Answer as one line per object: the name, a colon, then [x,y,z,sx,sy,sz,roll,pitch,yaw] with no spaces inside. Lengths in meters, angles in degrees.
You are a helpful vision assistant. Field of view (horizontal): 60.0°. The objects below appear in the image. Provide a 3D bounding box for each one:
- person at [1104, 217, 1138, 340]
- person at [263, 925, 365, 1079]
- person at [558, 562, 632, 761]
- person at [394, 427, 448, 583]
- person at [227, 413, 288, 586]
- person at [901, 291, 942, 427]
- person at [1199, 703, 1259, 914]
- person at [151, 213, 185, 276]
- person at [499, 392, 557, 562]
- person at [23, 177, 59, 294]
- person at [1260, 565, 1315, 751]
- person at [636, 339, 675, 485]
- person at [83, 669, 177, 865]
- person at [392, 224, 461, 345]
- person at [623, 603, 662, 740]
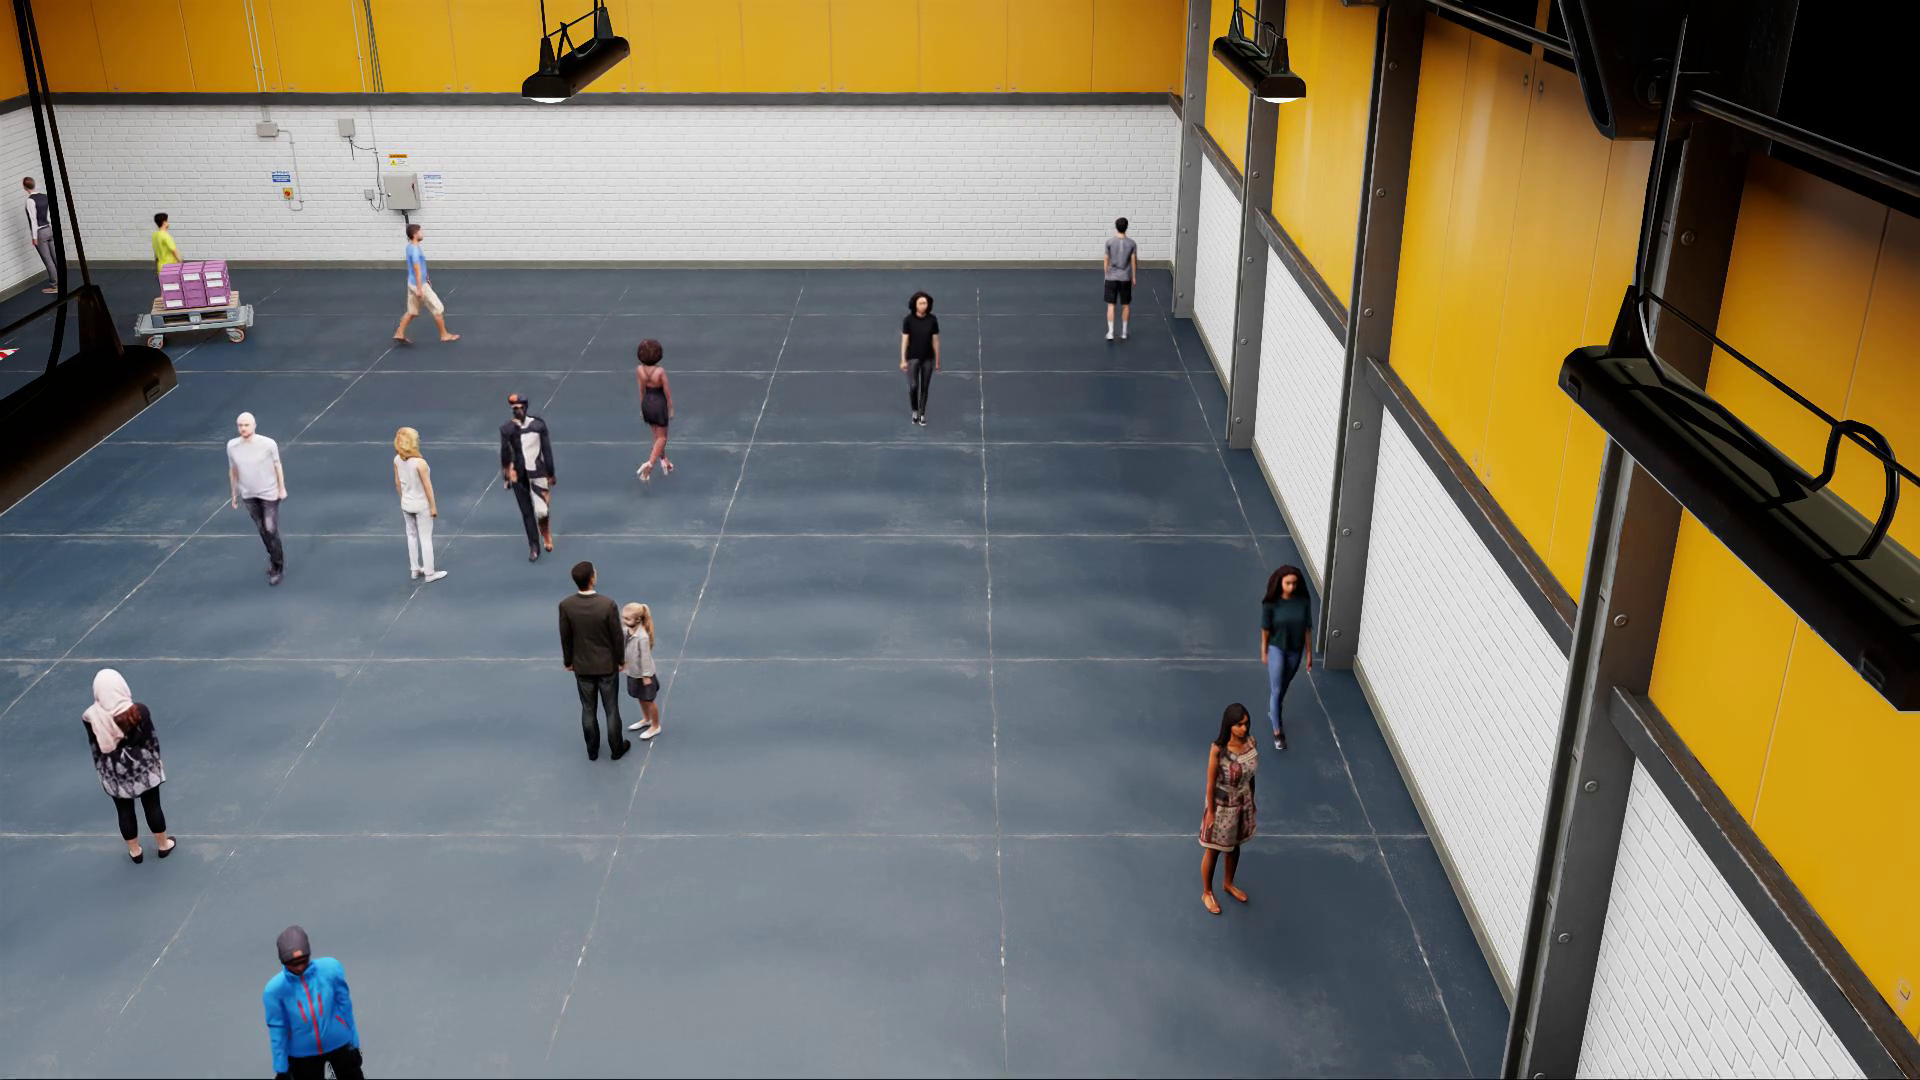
person: [2.428,-3.999,25.415,0.668,1.872,0.551,2,24,4]
person: [-3.711,2.937,9.655,0.774,1.788,0.788,-13,27,-27]
person: [-3.077,1.023,14.017,0.678,1.802,0.531,0,24,1]
person: [-5.694,-0.379,17.386,0.683,1.671,0.686,11,26,23]
person: [-7.317,-0.506,17.507,0.685,1.808,0.928,3,24,6]
person: [-0.536,-2.419,21.860,0.722,1.826,0.679,-5,24,-11]
person: [1.968,1.925,12.148,0.725,1.645,0.717,-13,27,-28]
person: [-12.616,-4.297,26.345,0.974,1.674,1.066,19,30,37]
person: [-4.618,-0.716,17.890,0.723,1.885,0.687,-2,24,-4]
person: [-15.430,-5.154,27.978,0.737,1.938,0.512,2,24,5]
person: [2.821,0.948,14.465,0.674,1.579,0.995,-3,24,-6]
person: [-3.666,-1.496,19.827,0.822,1.763,1.127,9,25,19]
person: [-6.322,1.711,12.647,0.716,1.638,0.734,-9,25,-19]
person: [-8.249,-3.826,25.066,1.107,1.837,1.218,-14,27,-28]
person: [-2.773,1.113,14.472,0.651,1.272,0.583,-16,28,-33]
